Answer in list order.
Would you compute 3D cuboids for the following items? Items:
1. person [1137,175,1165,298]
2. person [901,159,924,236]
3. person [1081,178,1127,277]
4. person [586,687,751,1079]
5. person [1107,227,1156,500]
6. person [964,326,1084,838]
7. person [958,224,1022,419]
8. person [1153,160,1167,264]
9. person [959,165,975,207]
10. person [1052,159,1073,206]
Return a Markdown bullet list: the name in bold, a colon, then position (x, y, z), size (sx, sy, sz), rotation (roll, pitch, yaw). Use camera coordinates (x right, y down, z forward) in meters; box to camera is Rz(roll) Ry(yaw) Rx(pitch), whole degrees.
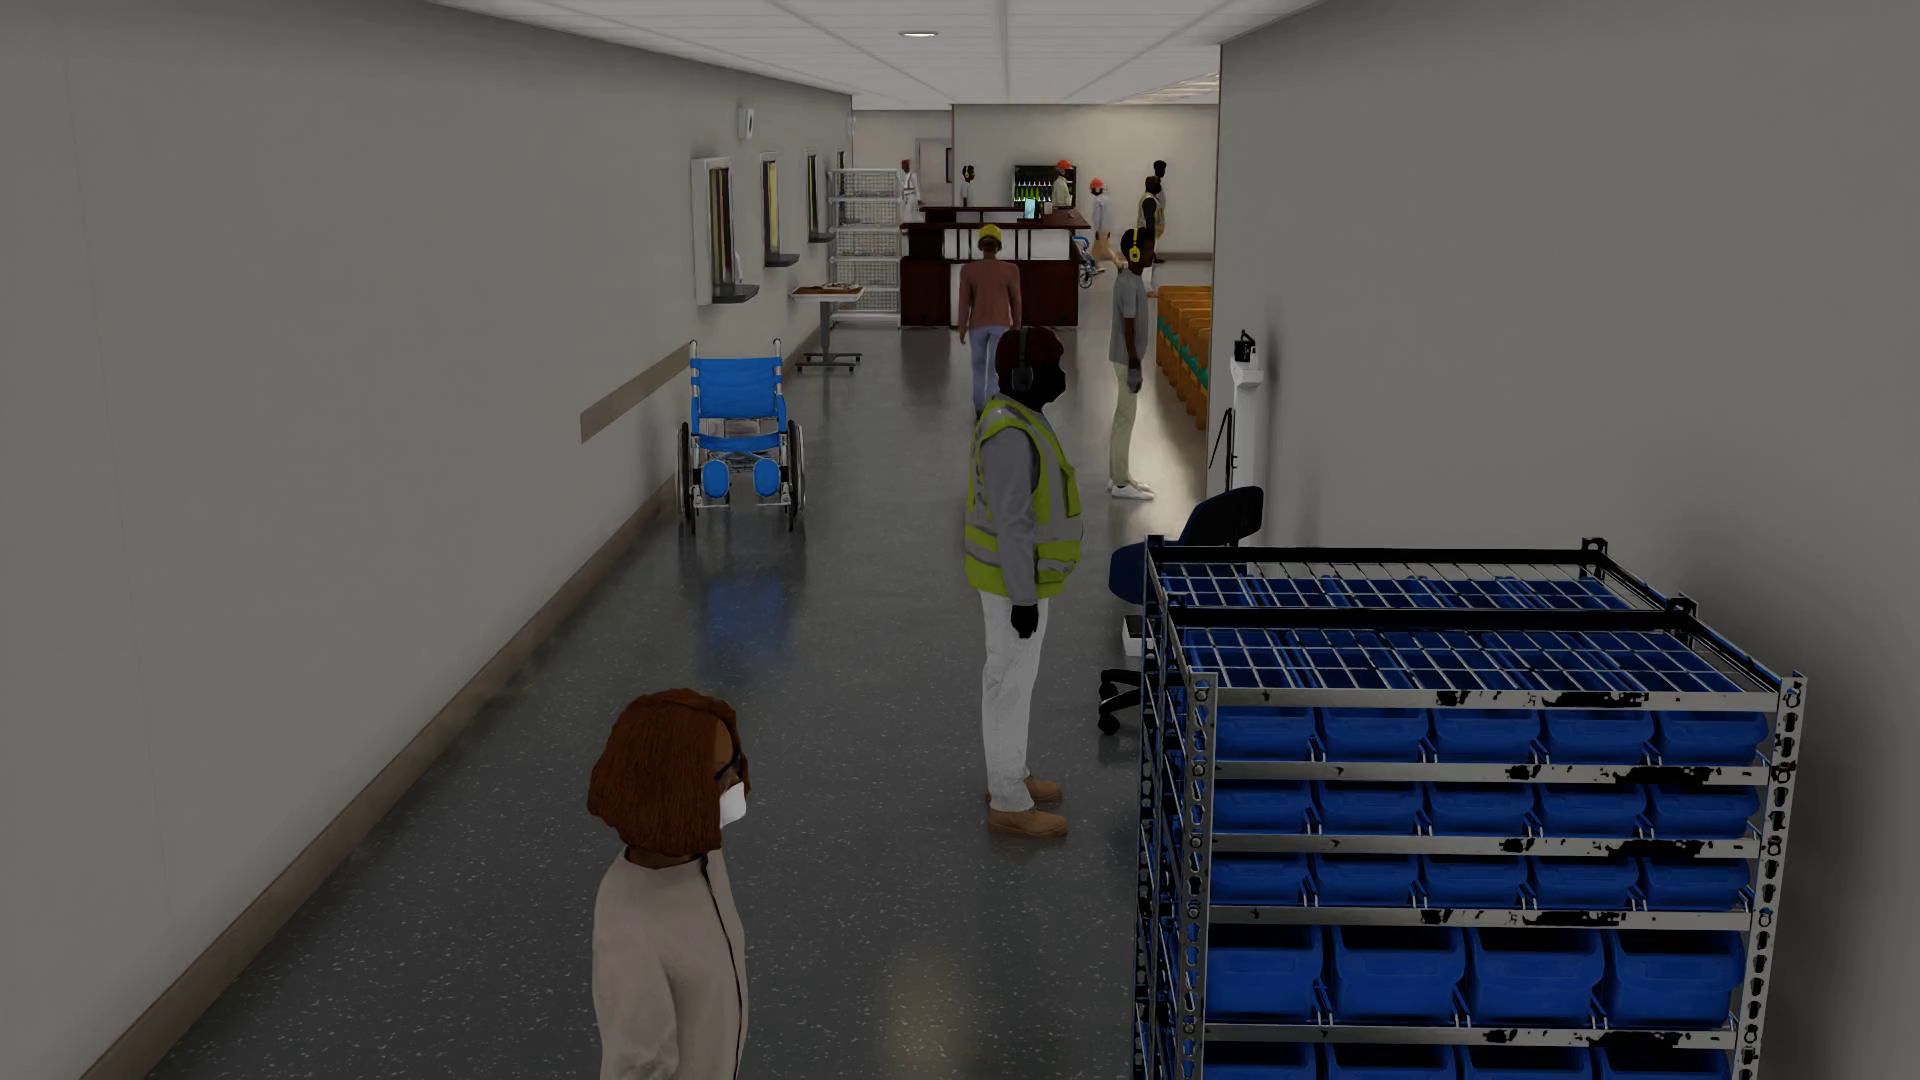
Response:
- **person**: position (2.927, -4.650, 25.511), size (0.430, 1.845, 0.622), rotation (1, 14, 4)
- **person**: position (-1.126, -8.333, 40.466), size (0.883, 1.850, 0.626), rotation (-7, 15, -26)
- **person**: position (2.541, -5.447, 29.028), size (0.812, 1.712, 0.598), rotation (5, 15, 21)
- **person**: position (-0.477, 1.035, 2.863), size (0.285, 1.634, 0.499), rotation (1, 14, 4)
- **person**: position (1.199, -1.223, 11.552), size (0.334, 1.869, 0.521), rotation (1, 14, 4)
- **person**: position (0.234, 0.144, 6.055), size (0.430, 1.845, 0.622), rotation (1, 14, 4)
- **person**: position (0.277, -1.847, 14.370), size (0.530, 1.727, 0.846), rotation (3, 14, 12)
- **person**: position (3.756, -6.273, 31.849), size (0.373, 1.962, 0.605), rotation (1, 14, 4)
- **person**: position (0.142, -6.175, 31.638), size (0.334, 1.873, 0.521), rotation (1, 14, 4)
- **person**: position (1.877, -5.979, 30.587), size (0.387, 1.996, 0.611), rotation (1, 14, 4)
